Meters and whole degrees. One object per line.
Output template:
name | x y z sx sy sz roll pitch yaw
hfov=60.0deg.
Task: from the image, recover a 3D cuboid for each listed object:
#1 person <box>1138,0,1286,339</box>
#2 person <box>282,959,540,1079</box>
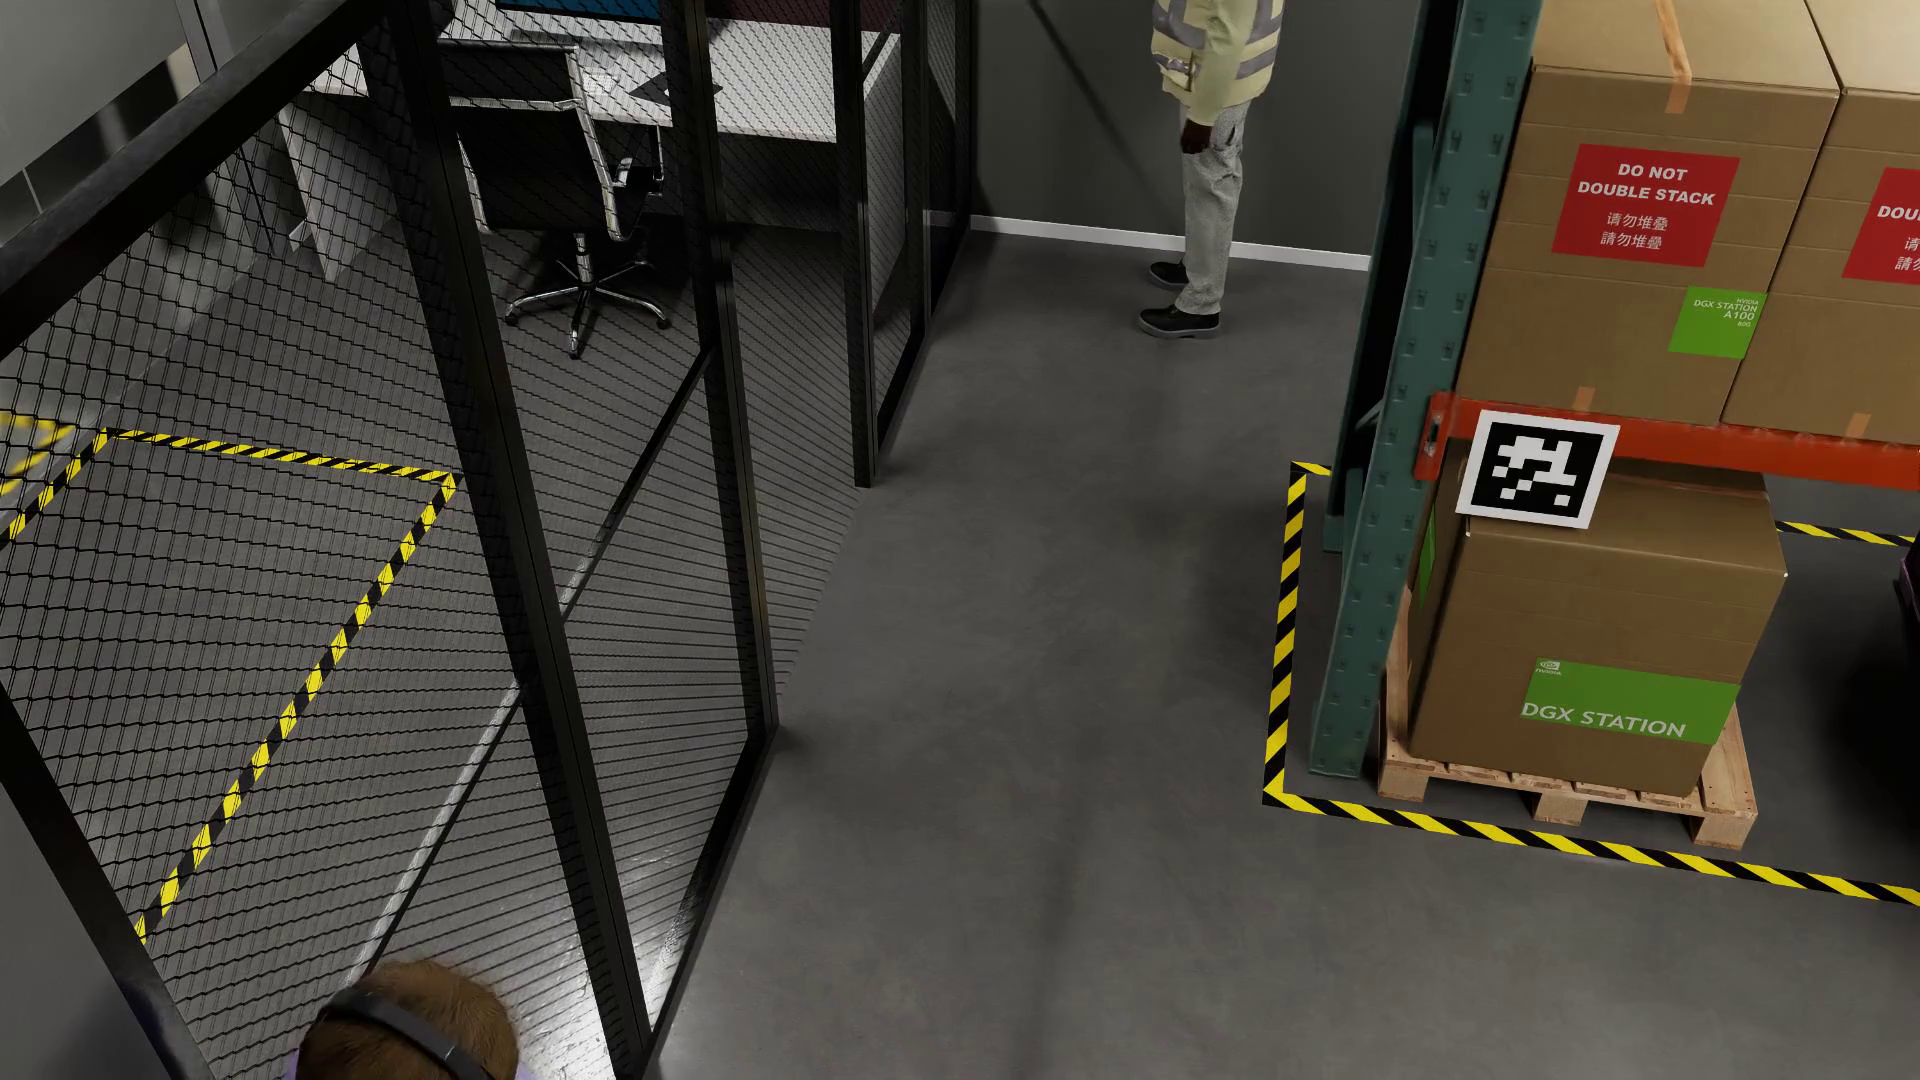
person | 0.804 -1.502 5.307 0.404 1.832 0.596 9 42 10
person | -0.528 1.152 2.172 0.631 1.938 0.370 19 44 20
